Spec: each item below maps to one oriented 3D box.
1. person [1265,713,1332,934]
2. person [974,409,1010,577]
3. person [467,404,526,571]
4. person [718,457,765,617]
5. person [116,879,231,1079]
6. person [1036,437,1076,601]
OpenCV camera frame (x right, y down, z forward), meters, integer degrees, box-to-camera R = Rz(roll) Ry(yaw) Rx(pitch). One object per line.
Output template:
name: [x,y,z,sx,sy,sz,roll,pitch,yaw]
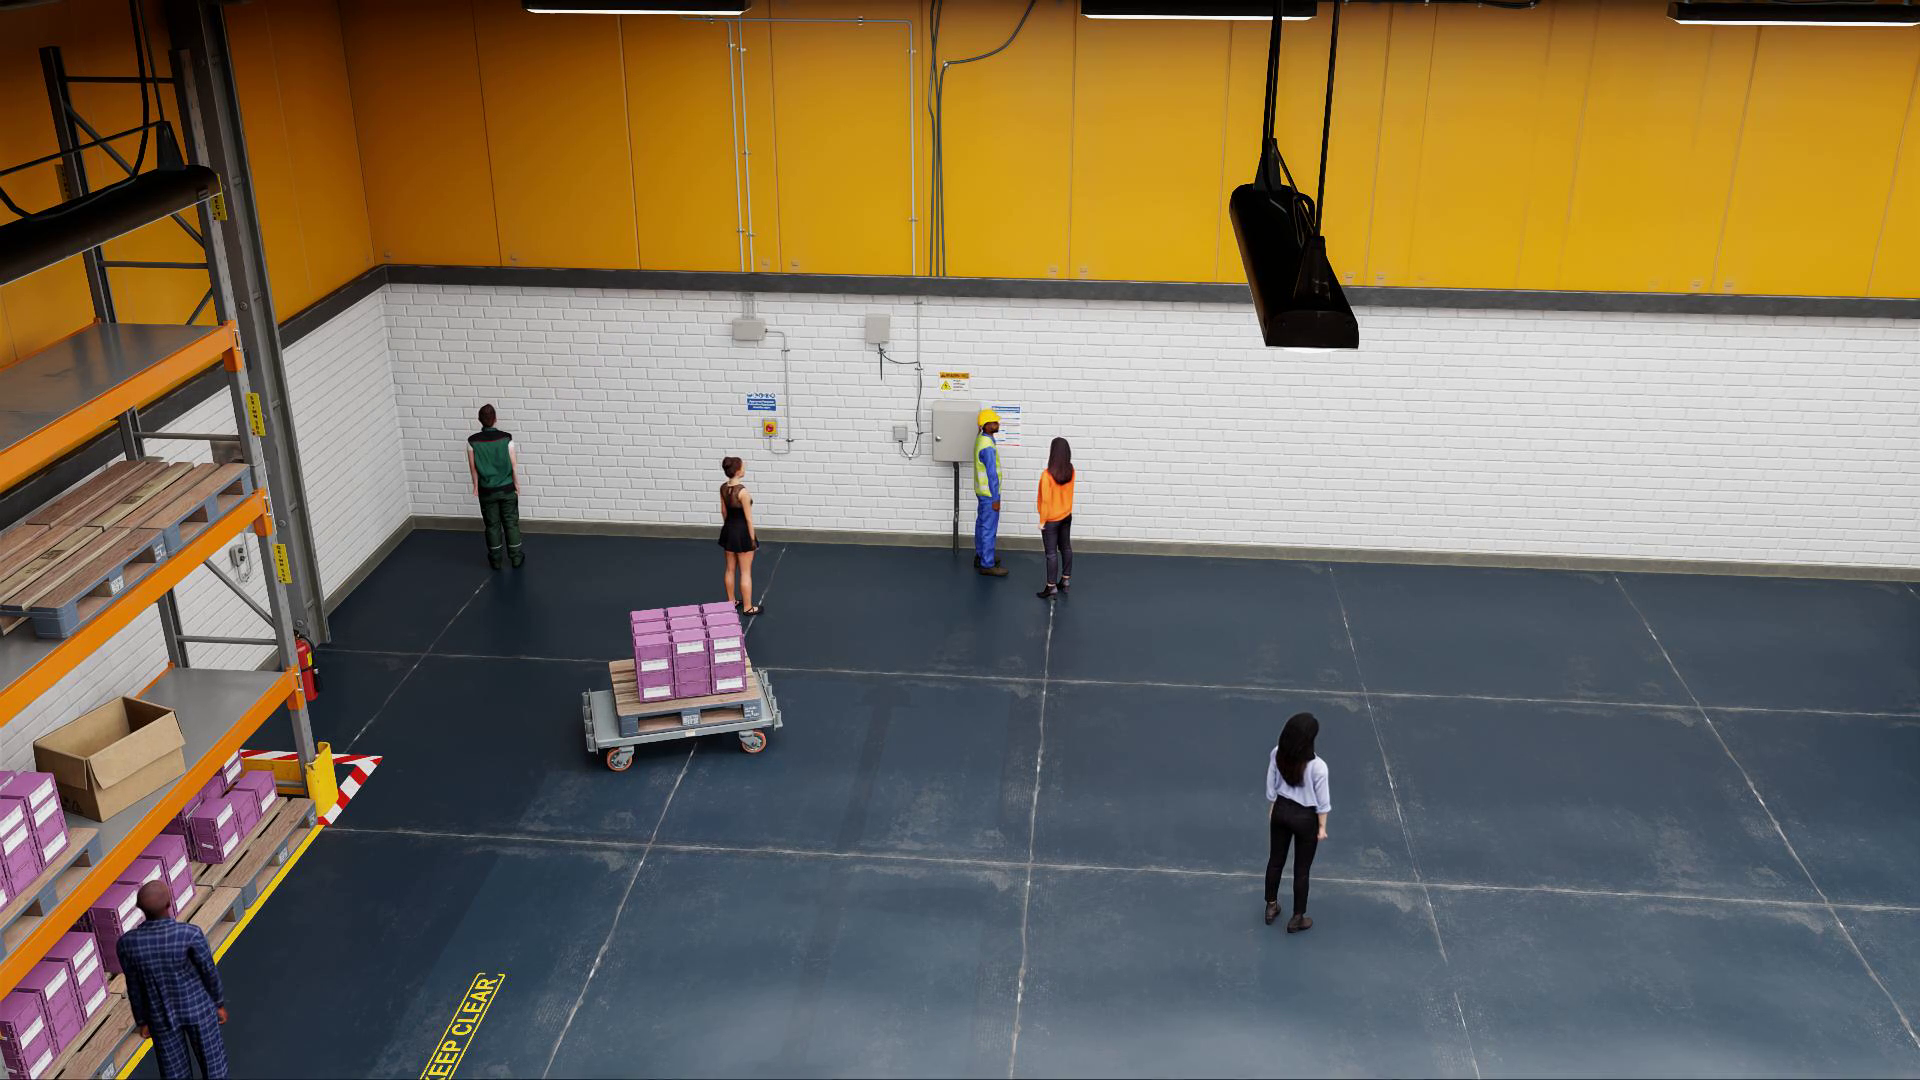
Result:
person: [2.382,2.002,11.845,0.732,1.744,0.749,18,29,36]
person: [0.298,-0.524,17.536,0.780,1.813,0.615,-4,24,-9]
person: [-4.906,-0.570,17.605,0.714,1.843,0.703,-6,24,-13]
person: [-2.227,-0.053,16.635,0.682,1.672,0.726,20,30,38]
person: [-4.655,2.799,9.928,0.744,1.819,0.727,-7,24,-15]
person: [0.991,-0.233,16.952,0.767,1.749,0.688,21,31,40]
